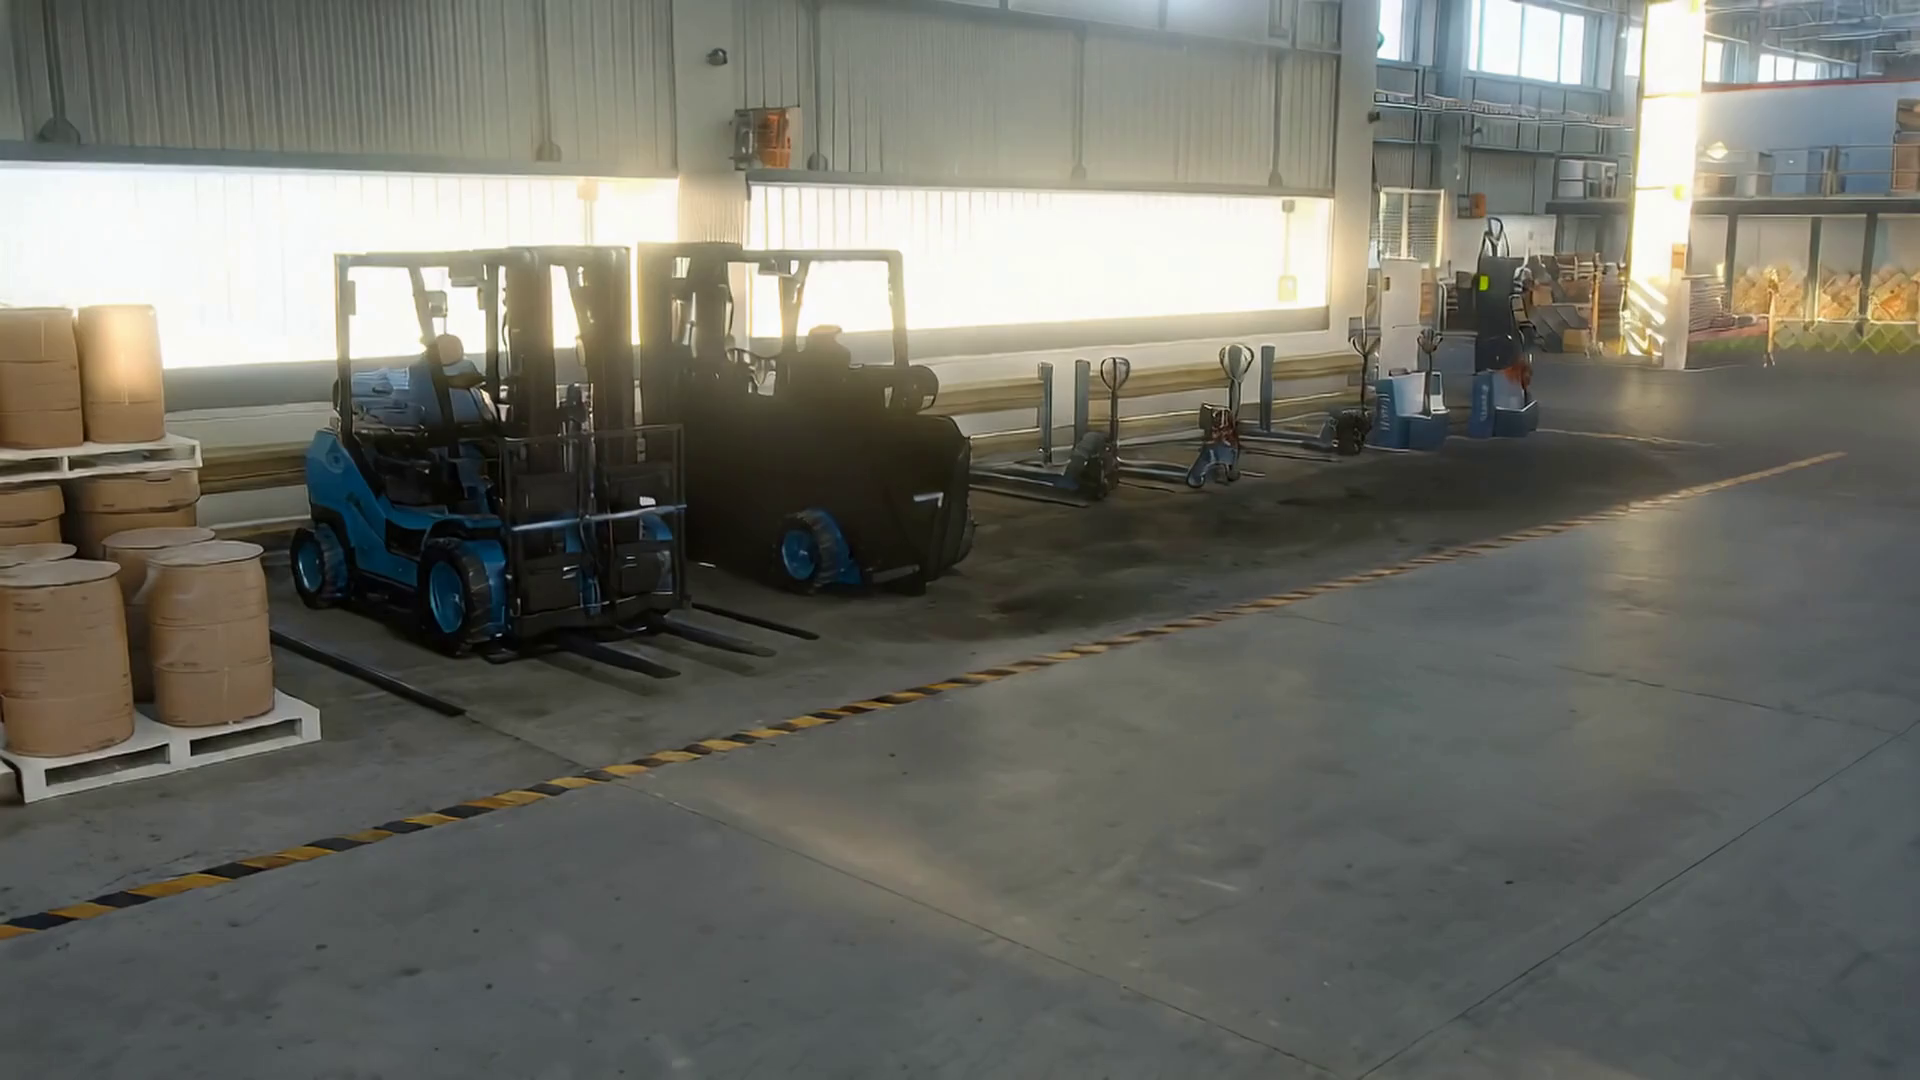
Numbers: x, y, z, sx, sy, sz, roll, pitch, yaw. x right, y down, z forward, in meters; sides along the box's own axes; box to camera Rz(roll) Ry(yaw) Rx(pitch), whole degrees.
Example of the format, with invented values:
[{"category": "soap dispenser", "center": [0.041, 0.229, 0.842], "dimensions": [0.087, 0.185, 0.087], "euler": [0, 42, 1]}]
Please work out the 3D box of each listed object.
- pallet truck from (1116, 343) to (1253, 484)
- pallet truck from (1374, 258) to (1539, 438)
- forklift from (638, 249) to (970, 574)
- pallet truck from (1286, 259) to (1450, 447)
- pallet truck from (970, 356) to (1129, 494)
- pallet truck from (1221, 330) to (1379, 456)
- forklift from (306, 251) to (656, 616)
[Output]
[{"category": "pallet truck", "center": [1.962, -1.215, 15.415], "dimensions": [1.522, 1.261, 0.704], "euler": [10, 14, 43]}, {"category": "pallet truck", "center": [5.704, -2.208, 18.901], "dimensions": [1.885, 1.965, 0.823], "euler": [10, 14, 43]}, {"category": "forklift", "center": [-1.173, -0.958, 11.239], "dimensions": [2.680, 1.987, 1.157], "euler": [10, 14, 43]}, {"category": "pallet truck", "center": [4.493, -2.078, 18.196], "dimensions": [0.823, 1.965, 1.885], "euler": [-9, 14, -40]}, {"category": "pallet truck", "center": [0.784, -1.085, 14.876], "dimensions": [0.680, 1.201, 1.601], "euler": [-10, 14, -44]}, {"category": "pallet truck", "center": [3.563, -1.581, 17.381], "dimensions": [0.653, 1.274, 1.630], "euler": [-10, 14, -44]}, {"category": "forklift", "center": [-2.833, -0.669, 9.694], "dimensions": [1.157, 1.987, 2.680], "euler": [-10, 14, -44]}]
